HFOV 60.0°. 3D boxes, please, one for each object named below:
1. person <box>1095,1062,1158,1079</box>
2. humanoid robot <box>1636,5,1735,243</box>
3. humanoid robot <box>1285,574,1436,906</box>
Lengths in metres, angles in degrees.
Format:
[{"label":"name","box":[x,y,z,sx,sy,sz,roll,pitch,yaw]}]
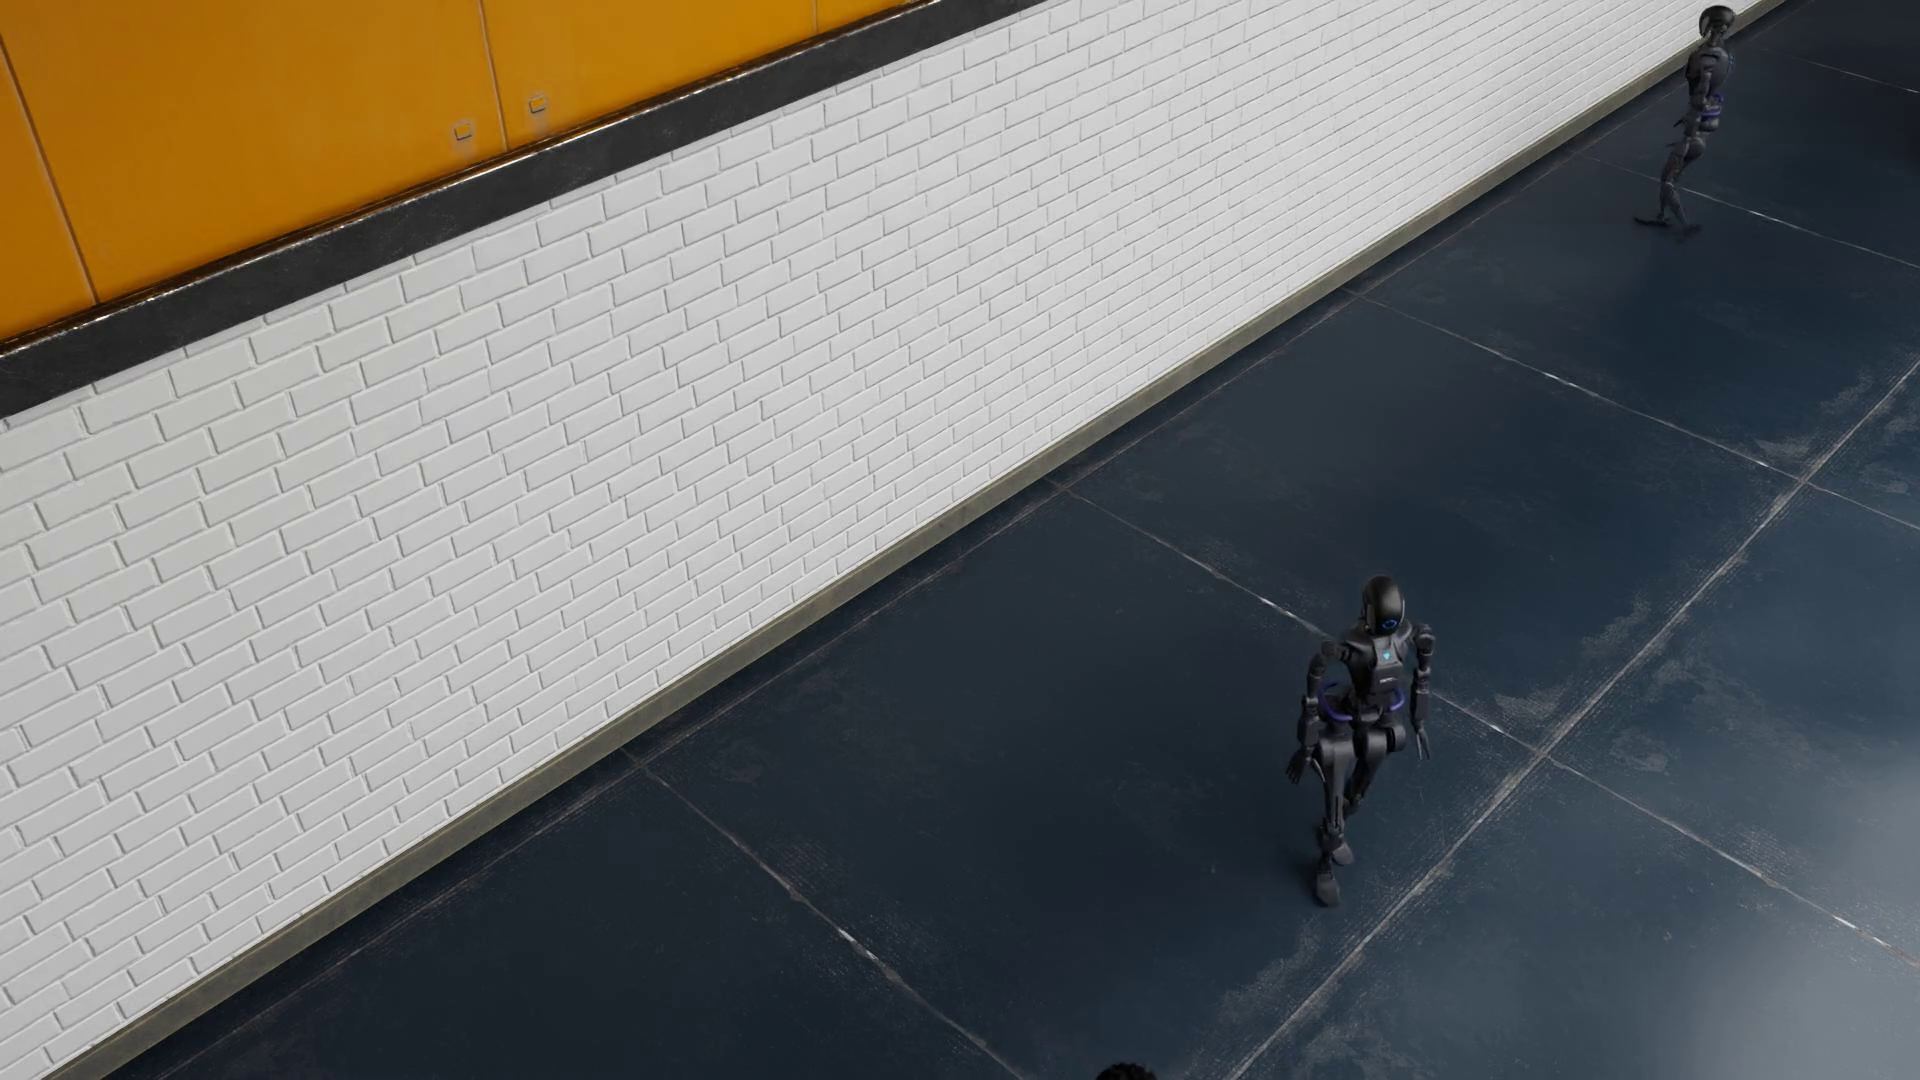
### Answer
[{"label":"person","box":[0.462,2.079,5.198,0.538,1.667,0.688,-2,39,-2]},{"label":"humanoid robot","box":[5.019,-2.808,11.330,0.375,1.677,0.609,14,41,17]},{"label":"humanoid robot","box":[1.663,0.807,6.793,0.615,1.643,0.565,-9,40,-11]}]
